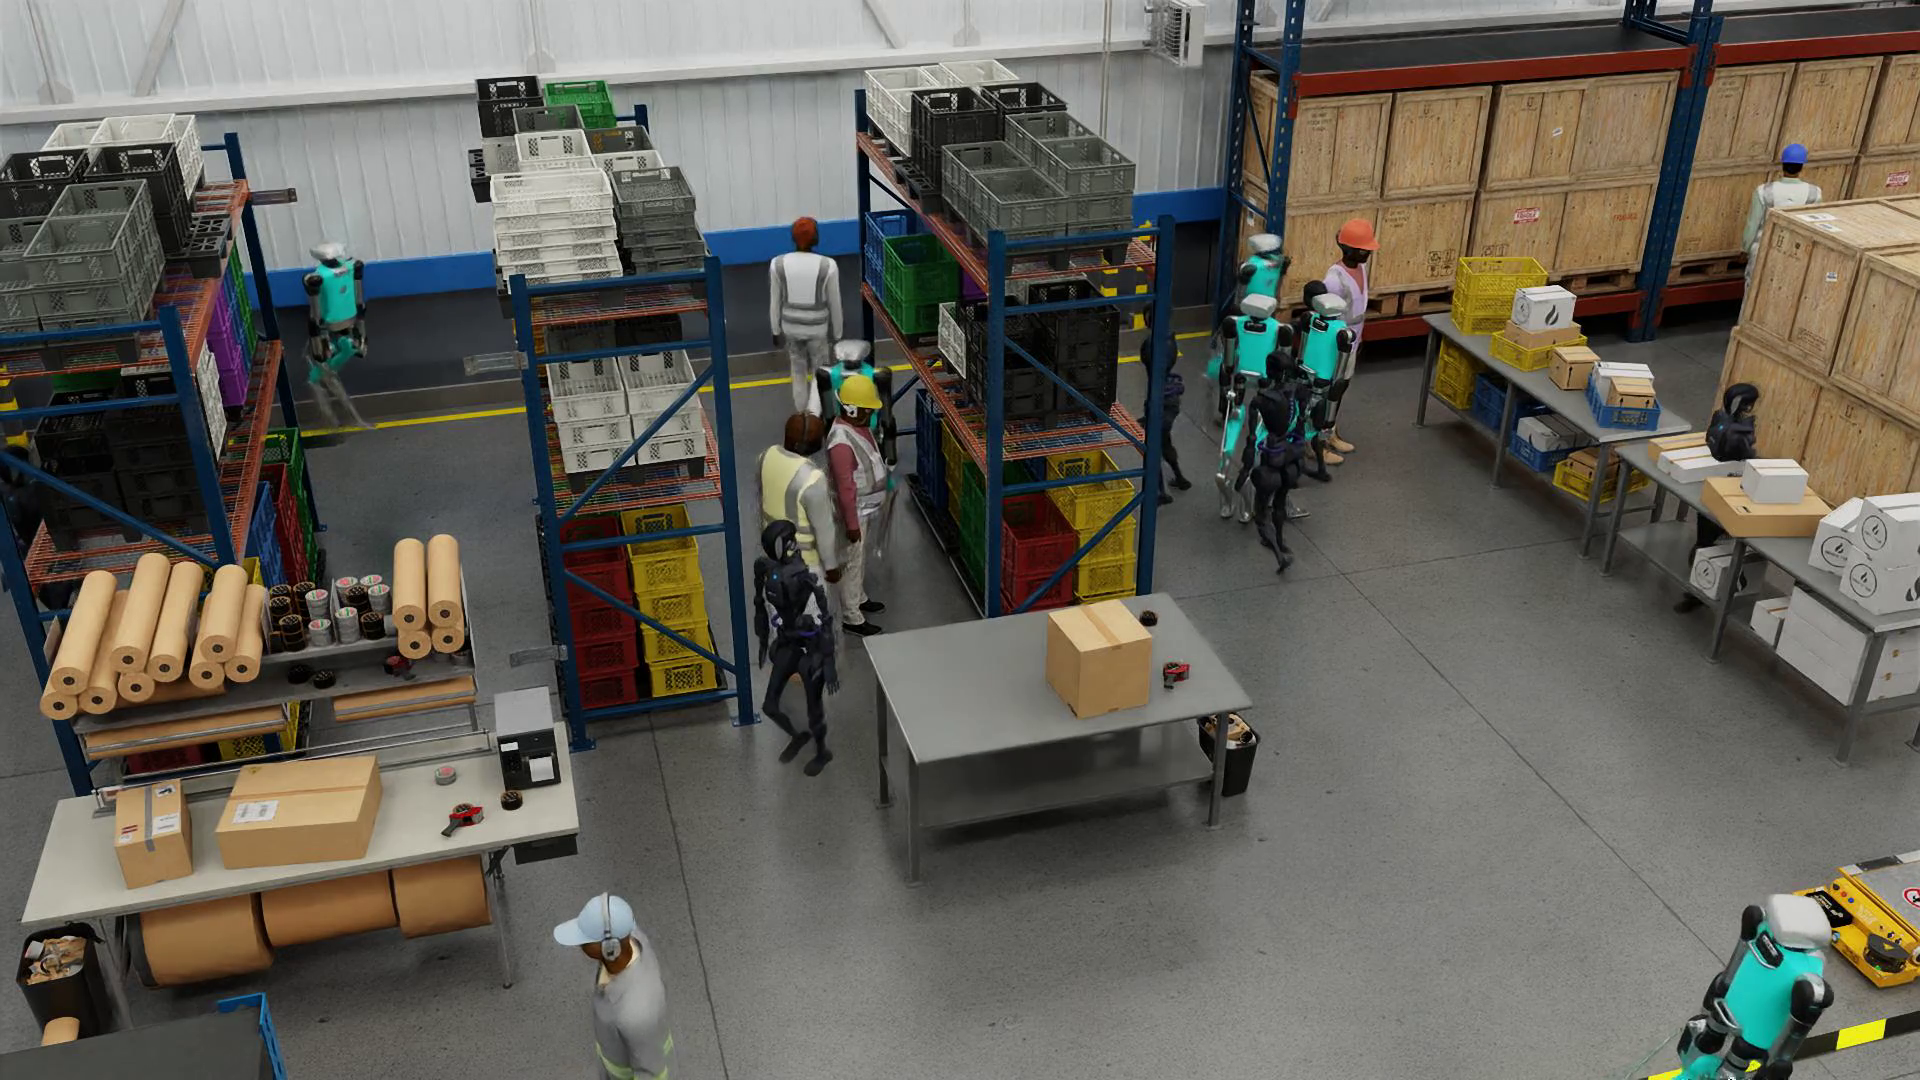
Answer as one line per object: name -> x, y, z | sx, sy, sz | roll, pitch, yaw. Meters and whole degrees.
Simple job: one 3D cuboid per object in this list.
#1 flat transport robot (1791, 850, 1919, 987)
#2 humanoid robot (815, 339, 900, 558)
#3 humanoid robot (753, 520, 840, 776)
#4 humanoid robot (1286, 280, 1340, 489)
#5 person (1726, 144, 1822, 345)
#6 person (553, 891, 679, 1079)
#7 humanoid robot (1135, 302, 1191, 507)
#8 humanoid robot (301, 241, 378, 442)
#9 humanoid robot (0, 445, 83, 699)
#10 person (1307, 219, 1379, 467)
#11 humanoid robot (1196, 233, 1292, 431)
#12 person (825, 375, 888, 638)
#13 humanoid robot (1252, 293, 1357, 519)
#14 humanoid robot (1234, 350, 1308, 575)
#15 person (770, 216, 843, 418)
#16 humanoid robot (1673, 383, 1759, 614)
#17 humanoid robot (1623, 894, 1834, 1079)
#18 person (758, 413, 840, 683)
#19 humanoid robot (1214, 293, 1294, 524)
flat transport robot -> 5.163, 1.916, 8.676 | 1.431, 0.231, 0.659 | -8, 30, -14
humanoid robot -> -0.680, -0.666, 11.841 | 0.547, 1.781, 0.682 | 4, 29, 8
humanoid robot -> -0.925, 0.631, 9.553 | 0.615, 1.648, 0.354 | 19, 34, 31
humanoid robot -> 2.715, -1.207, 12.903 | 0.589, 1.645, 0.343 | -14, 32, -24
person -> 7.475, -2.661, 15.271 | 0.603, 1.937, 0.399 | 5, 29, 10
person -> -1.323, 2.141, 6.622 | 0.395, 1.850, 0.597 | -9, 30, -16
humanoid robot -> 1.556, -1.037, 12.591 | 0.399, 1.644, 0.587 | 10, 30, 17
humanoid robot -> -5.167, -1.628, 13.592 | 0.791, 1.758, 0.558 | 18, 33, 29
humanoid robot -> -5.773, 0.136, 10.502 | 0.591, 1.635, 0.776 | 5, 29, 9
person -> 3.040, -1.561, 13.178 | 0.389, 2.038, 0.604 | 19, 34, 30
humanoid robot -> 2.251, -1.712, 13.778 | 0.594, 1.805, 0.775 | -20, 35, -32
person -> -0.672, -0.234, 10.971 | 0.403, 1.825, 0.588 | 2, 29, 3
humanoid robot -> 2.453, -0.959, 12.284 | 0.749, 1.690, 0.530 | -14, 32, -23
humanoid robot -> 2.267, -0.541, 11.705 | 0.587, 1.645, 0.551 | -18, 34, -30
person -> -1.262, -1.714, 13.626 | 0.612, 1.863, 0.636 | 3, 29, 6
humanoid robot -> 5.108, -0.297, 11.241 | 0.472, 1.644, 0.591 | -5, 29, -8
humanoid robot -> 2.912, 2.183, 6.647 | 0.782, 1.738, 0.628 | -1, 29, -2
person -> -1.007, 0.049, 10.465 | 0.433, 1.824, 0.687 | -19, 34, -31
humanoid robot -> 2.072, -0.890, 12.198 | 0.545, 1.748, 0.681 | 14, 32, 24
